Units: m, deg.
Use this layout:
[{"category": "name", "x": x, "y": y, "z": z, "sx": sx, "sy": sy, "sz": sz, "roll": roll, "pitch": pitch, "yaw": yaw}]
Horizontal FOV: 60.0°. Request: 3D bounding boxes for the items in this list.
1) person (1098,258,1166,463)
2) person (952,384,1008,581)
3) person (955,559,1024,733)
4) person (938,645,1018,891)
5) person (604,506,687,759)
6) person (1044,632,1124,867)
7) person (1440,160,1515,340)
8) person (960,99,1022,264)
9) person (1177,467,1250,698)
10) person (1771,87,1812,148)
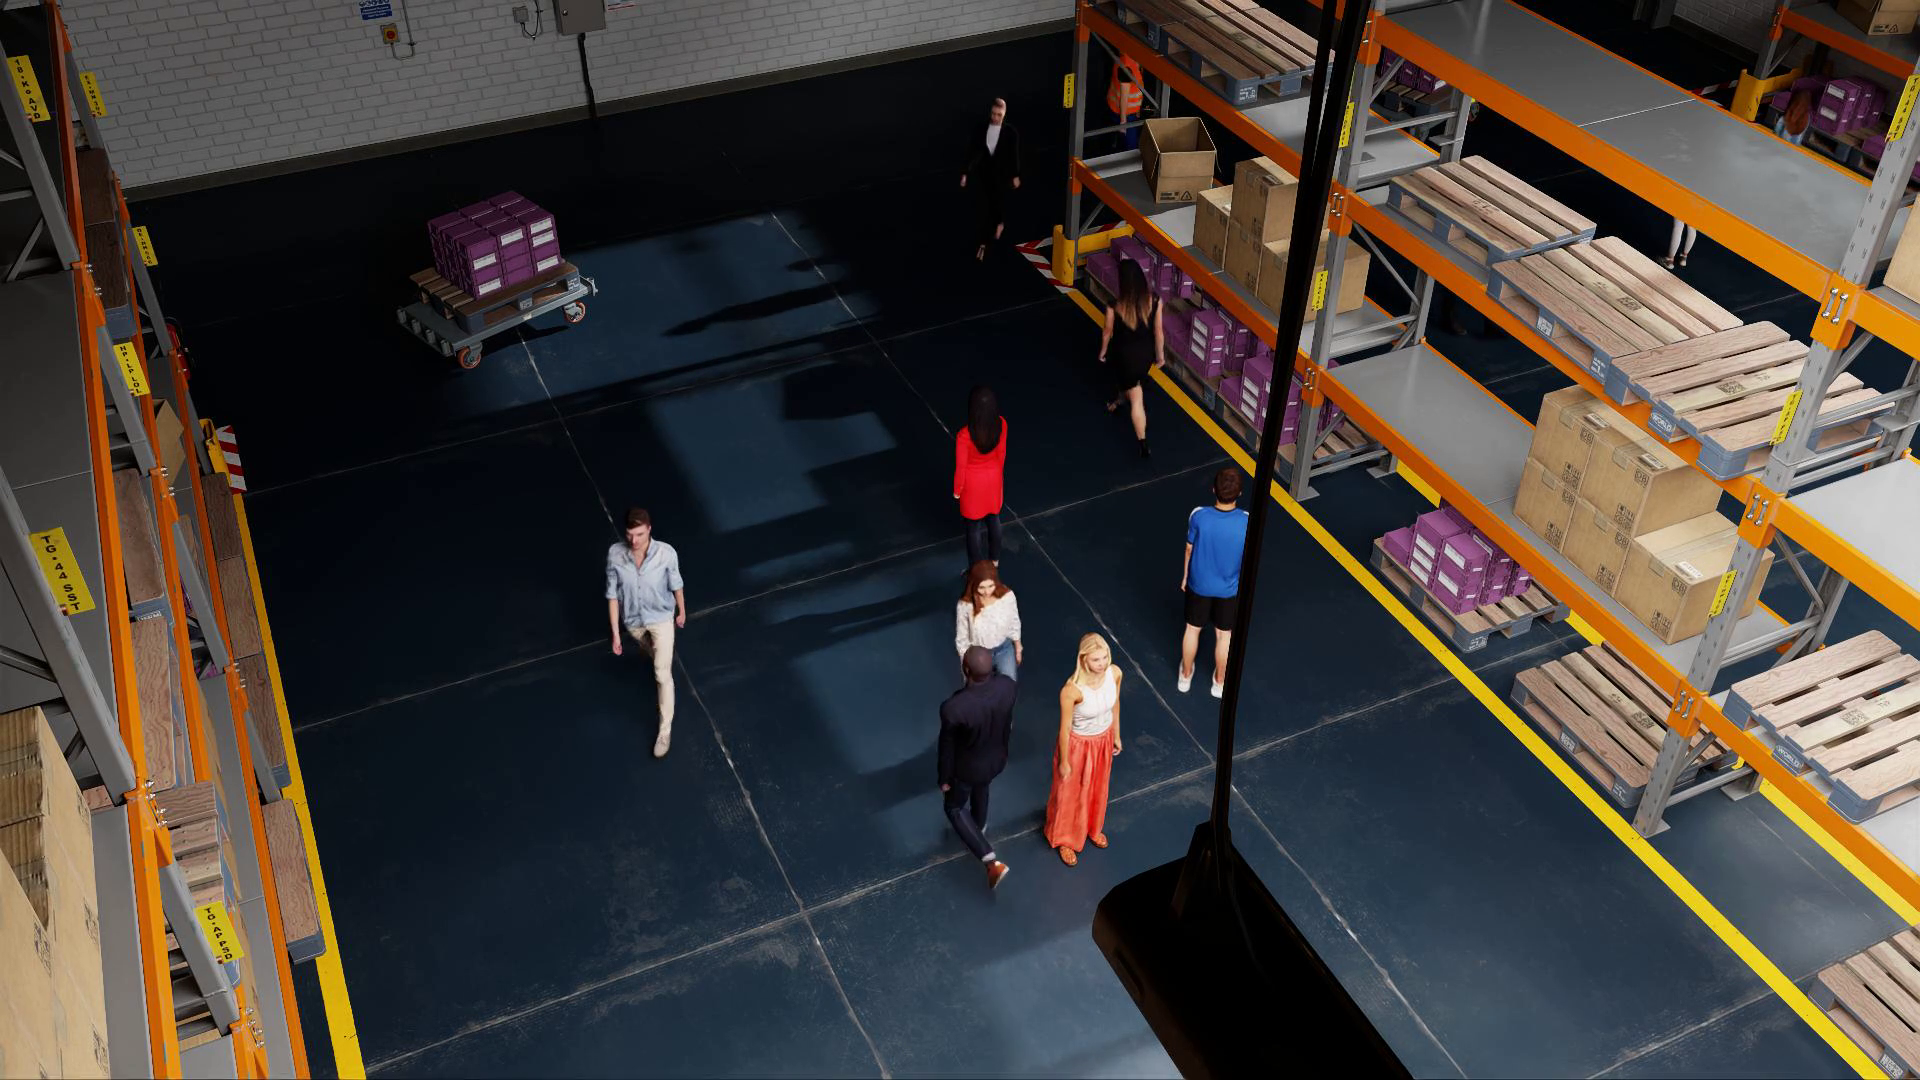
[{"category": "person", "x": 1.485, "y": -1.429, "z": 13.755, "sx": 0.734, "sy": 1.643, "sz": 1.160, "roll": -9, "pitch": 39, "yaw": -11}, {"category": "person", "x": 0.155, "y": -0.412, "z": 12.398, "sx": 0.659, "sy": 1.748, "sz": 0.654, "roll": -23, "pitch": 44, "yaw": -26}, {"category": "person", "x": 0.174, "y": 0.710, "z": 11.025, "sx": 0.712, "sy": 1.708, "sz": 0.765, "roll": -7, "pitch": 39, "yaw": -9}, {"category": "person", "x": 0.134, "y": 1.397, "z": 10.100, "sx": 0.806, "sy": 1.788, "sz": 1.037, "roll": -23, "pitch": 44, "yaw": -26}, {"category": "person", "x": -2.087, "y": 0.465, "z": 11.244, "sx": 1.049, "sy": 1.817, "sz": 1.290, "roll": 2, "pitch": 39, "yaw": 3}, {"category": "person", "x": 0.780, "y": 1.261, "z": 10.260, "sx": 0.670, "sy": 1.802, "sz": 0.624, "roll": -23, "pitch": 44, "yaw": -26}, {"category": "person", "x": 4.677, "y": -2.683, "z": 15.238, "sx": 0.790, "sy": 1.752, "sz": 1.002, "roll": -29, "pitch": 47, "yaw": -31}, {"category": "person", "x": 0.373, "y": -3.607, "z": 16.479, "sx": 1.124, "sy": 1.648, "sz": 1.181, "roll": 15, "pitch": 41, "yaw": 18}, {"category": "person", "x": 1.743, "y": 0.290, "z": 11.424, "sx": 0.725, "sy": 1.866, "sz": 0.748, "roll": 4, "pitch": 39, "yaw": 5}, {"category": "person", "x": 8.397, "y": -3.876, "z": 16.966, "sx": 0.618, "sy": 1.461, "sz": 0.872, "roll": -12, "pitch": 40, "yaw": -14}]
